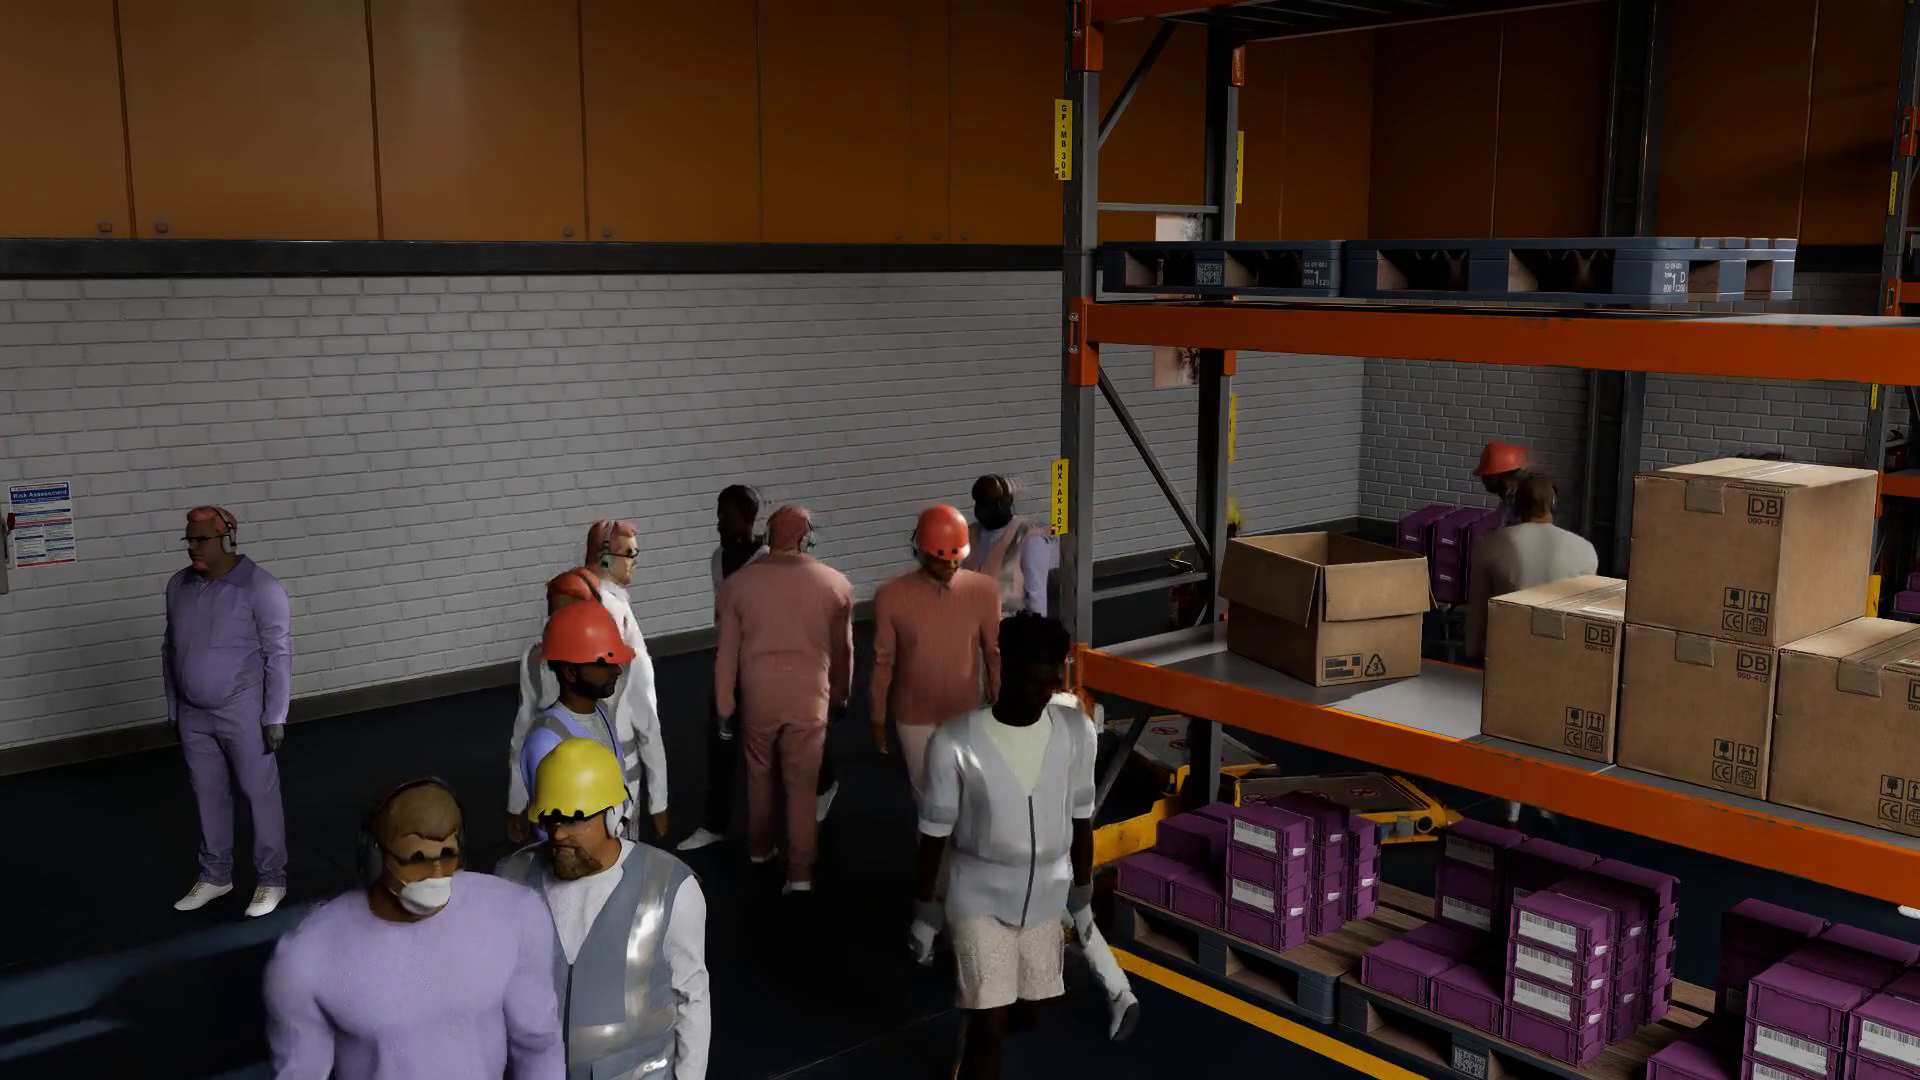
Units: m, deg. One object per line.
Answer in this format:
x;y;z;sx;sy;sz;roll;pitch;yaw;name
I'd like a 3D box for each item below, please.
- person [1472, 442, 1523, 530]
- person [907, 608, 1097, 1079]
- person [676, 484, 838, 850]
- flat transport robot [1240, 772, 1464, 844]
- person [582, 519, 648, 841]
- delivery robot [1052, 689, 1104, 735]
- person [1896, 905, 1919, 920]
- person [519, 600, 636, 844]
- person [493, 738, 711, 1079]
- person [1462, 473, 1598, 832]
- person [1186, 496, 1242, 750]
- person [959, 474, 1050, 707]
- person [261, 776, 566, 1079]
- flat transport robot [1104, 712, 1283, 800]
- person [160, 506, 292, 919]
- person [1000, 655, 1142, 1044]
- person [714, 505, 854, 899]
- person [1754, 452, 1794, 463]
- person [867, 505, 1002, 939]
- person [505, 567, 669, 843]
3.666;0.310;10.563;0.916;1.887;0.569;2;10;14;person
0.125;1.147;5.490;0.631;1.931;0.793;-4;10;-20;person
-1.043;0.639;8.637;0.897;1.900;0.603;-9;13;-42;person
1.901;1.425;8.710;1.431;0.197;0.652;-2;10;-10;flat transport robot
-1.664;0.836;7.473;0.716;1.880;0.643;-4;10;-22;person
0.507;1.089;9.575;0.477;0.478;0.707;9;13;43;delivery robot
4.734;0.807;7.554;0.752;1.905;0.613;2;10;11;person
-1.213;1.148;5.461;0.358;1.937;0.549;1;10;4;person
-0.951;1.396;4.313;0.602;1.830;0.404;1;10;6;person
2.959;0.604;8.707;0.633;1.912;0.447;2;10;12;person
1.464;0.574;9.449;0.376;1.727;0.593;8;12;38;person
0.233;0.531;9.376;0.645;1.832;0.496;9;13;42;person
-1.215;1.448;3.759;0.643;1.915;0.460;-5;11;-27;person
1.278;1.260;9.675;0.652;0.197;1.431;-3;10;-17;flat transport robot
-3.392;0.788;7.661;0.641;1.908;0.407;2;10;13;person
0.359;1.149;6.429;0.517;1.603;0.777;-9;13;-42;person
-0.837;0.779;7.963;0.656;1.876;0.898;0;10;-2;person
4.336;0.506;8.918;1.022;2.000;0.692;8;13;40;person
-0.122;0.766;7.683;0.641;1.952;0.880;-3;10;-17;person
-1.481;1.015;6.554;0.609;1.832;0.998;4;10;21;person
